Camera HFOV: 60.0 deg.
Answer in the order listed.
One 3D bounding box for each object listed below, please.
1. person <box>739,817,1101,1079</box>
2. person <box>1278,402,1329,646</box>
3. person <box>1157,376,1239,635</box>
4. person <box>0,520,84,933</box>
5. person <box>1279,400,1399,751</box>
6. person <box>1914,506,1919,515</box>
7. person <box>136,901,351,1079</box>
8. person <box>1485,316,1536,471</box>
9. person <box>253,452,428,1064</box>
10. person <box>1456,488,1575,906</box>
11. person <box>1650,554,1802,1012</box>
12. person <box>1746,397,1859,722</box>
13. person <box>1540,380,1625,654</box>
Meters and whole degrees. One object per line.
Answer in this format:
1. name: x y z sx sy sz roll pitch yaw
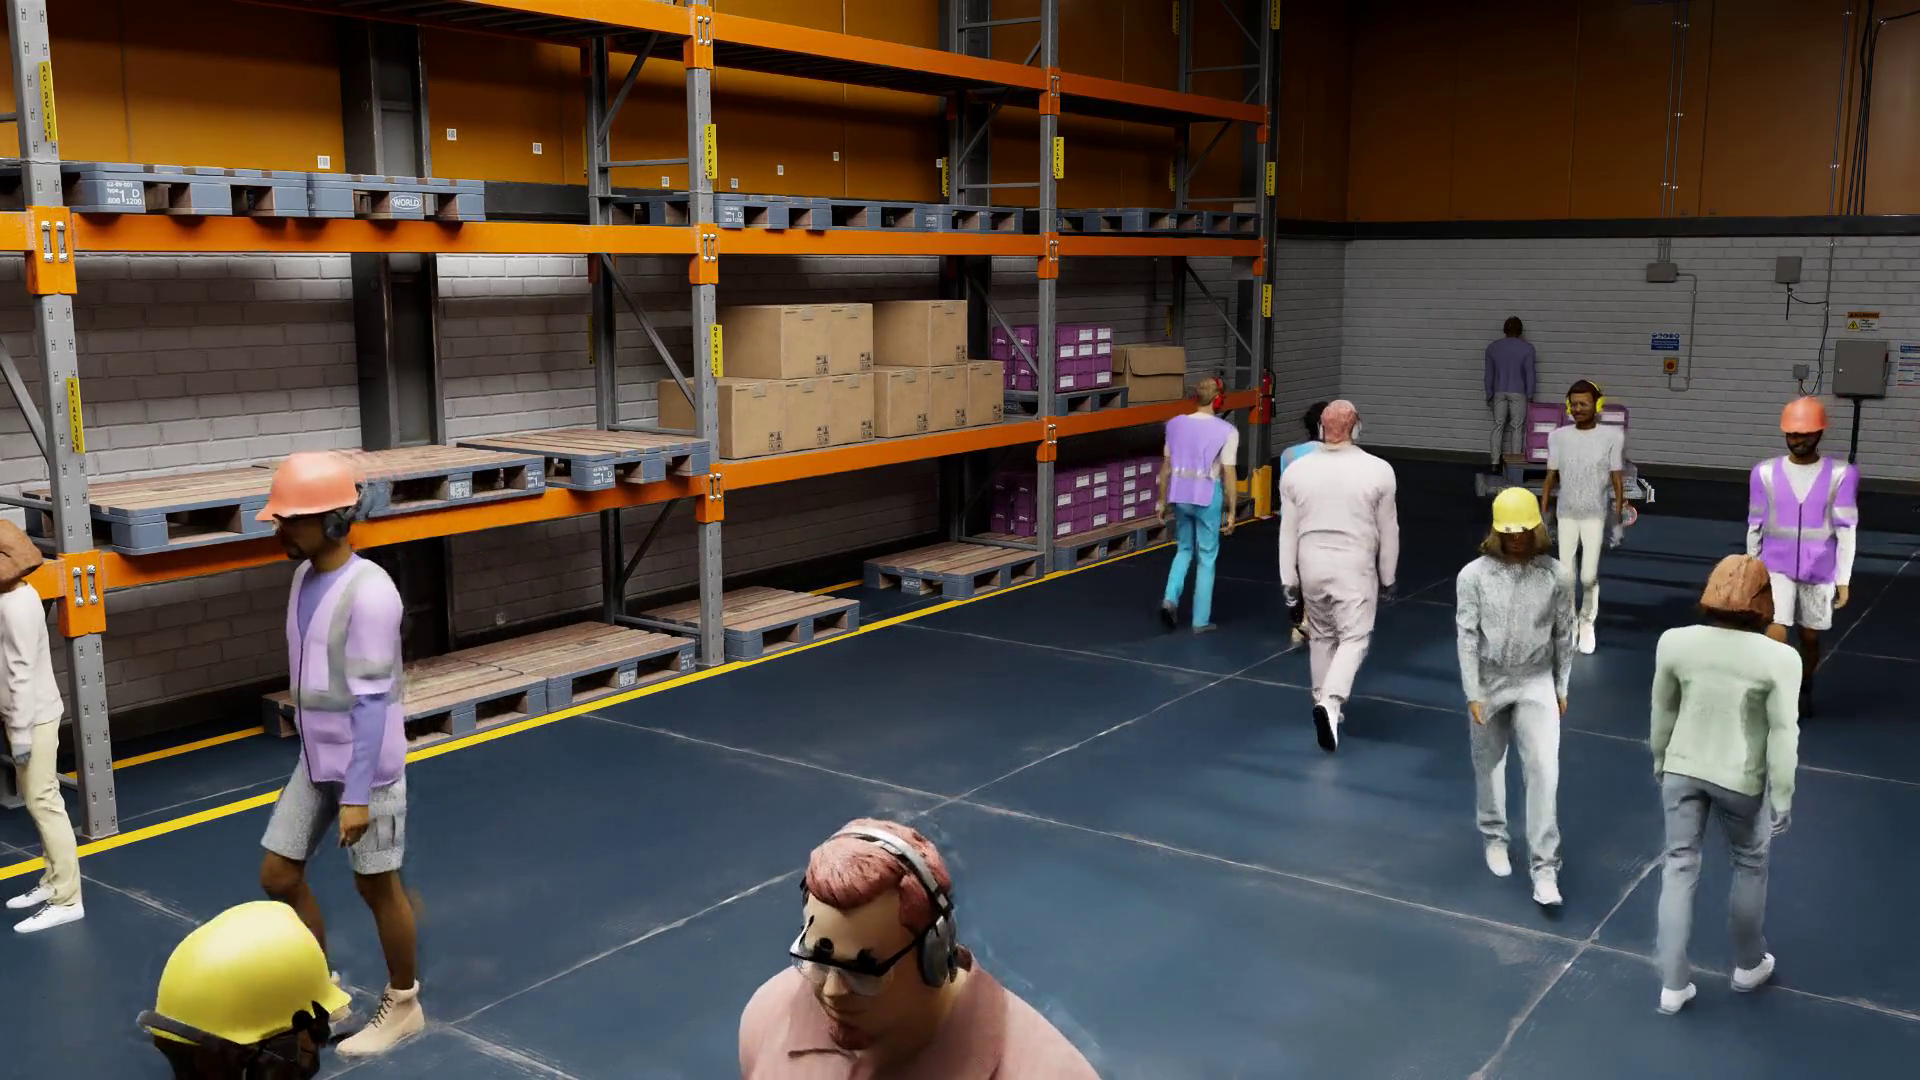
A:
1. person: -0.001 1.275 2.591 0.652 1.873 0.663 6 11 32
2. person: 2.378 -0.092 11.237 0.558 1.677 0.394 7 12 36
3. person: 1.651 -0.231 11.661 0.625 1.820 0.477 7 12 35
4. person: -3.700 0.724 6.573 0.284 1.628 0.502 -6 11 -33
5. person: 2.031 0.183 9.029 0.629 1.883 0.814 6 11 30
6. person: 9.509 -0.961 15.741 0.558 1.914 0.569 6 11 32
7. person: -0.924 1.354 2.411 0.547 1.747 0.567 6 11 33
8. person: 6.847 -1.811 20.727 0.627 1.941 0.373 8 12 38
9. person: -2.042 0.732 5.336 0.624 2.023 0.664 8 13 40
10. person: 2.287 0.637 6.840 0.489 1.697 0.863 1 10 9
11. person: 2.721 0.840 5.914 0.524 1.601 0.720 8 13 41
12. person: 4.646 0.145 9.225 0.546 1.899 0.958 5 11 28
13. person: 4.091 -0.133 10.987 0.549 1.851 0.404 6 11 34
